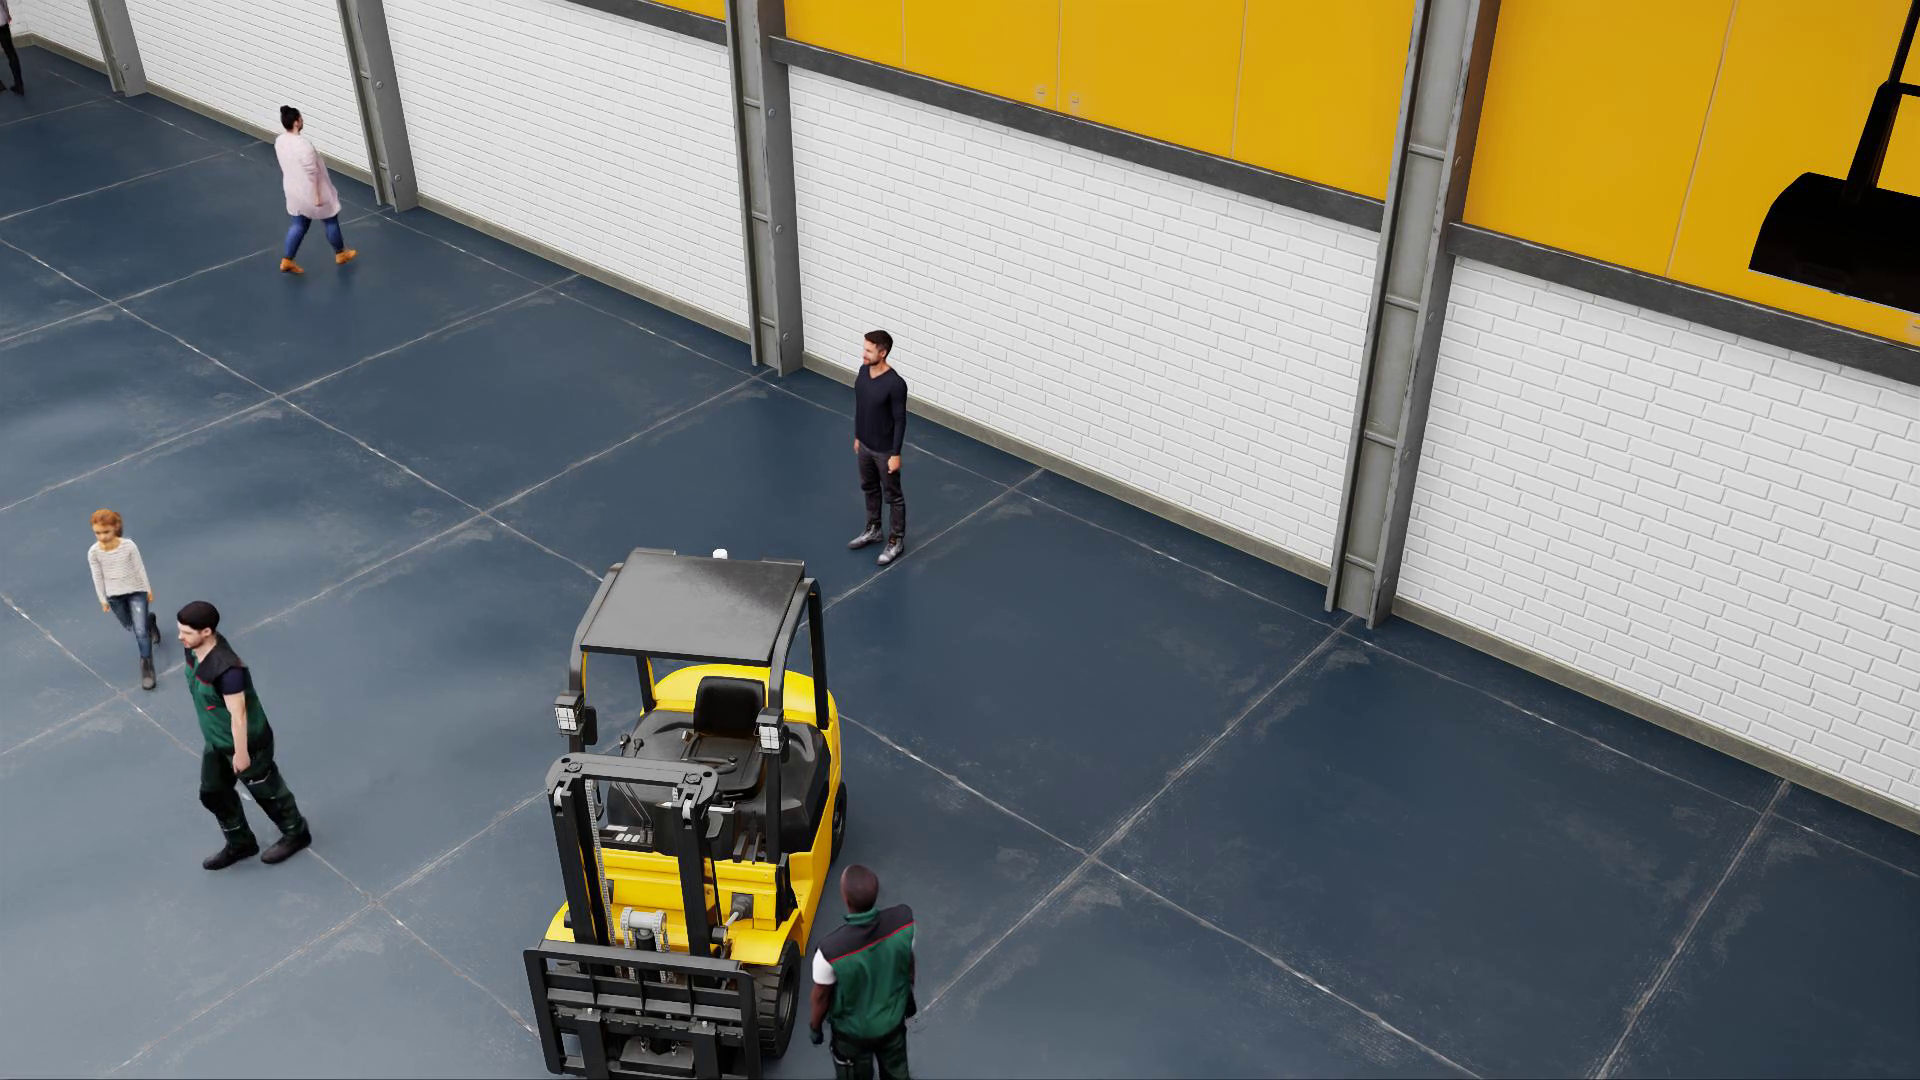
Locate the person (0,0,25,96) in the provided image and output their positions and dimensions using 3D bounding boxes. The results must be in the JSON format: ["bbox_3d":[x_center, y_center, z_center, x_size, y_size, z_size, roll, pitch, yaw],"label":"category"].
[{"bbox_3d":[-12.290,-6.607,21.166,0.786,1.906,0.750,25,41,32],"label":"person"}]

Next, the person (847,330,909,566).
[{"bbox_3d":[-0.591,-0.714,12.331,0.499,1.871,0.695,28,43,36],"label":"person"}]

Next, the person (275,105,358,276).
[{"bbox_3d":[-6.600,-3.450,16.592,1.061,1.710,0.850,18,38,25],"label":"person"}]

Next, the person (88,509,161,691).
[{"bbox_3d":[-5.629,0.336,11.268,0.771,1.298,0.917,-9,35,-14],"label":"person"}]

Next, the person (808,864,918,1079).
[{"bbox_3d":[-0.431,2.255,7.896,0.763,1.836,0.726,-19,38,-26],"label":"person"}]

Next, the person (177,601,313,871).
[{"bbox_3d":[-4.096,1.086,9.612,0.765,1.883,0.773,28,42,35],"label":"person"}]
